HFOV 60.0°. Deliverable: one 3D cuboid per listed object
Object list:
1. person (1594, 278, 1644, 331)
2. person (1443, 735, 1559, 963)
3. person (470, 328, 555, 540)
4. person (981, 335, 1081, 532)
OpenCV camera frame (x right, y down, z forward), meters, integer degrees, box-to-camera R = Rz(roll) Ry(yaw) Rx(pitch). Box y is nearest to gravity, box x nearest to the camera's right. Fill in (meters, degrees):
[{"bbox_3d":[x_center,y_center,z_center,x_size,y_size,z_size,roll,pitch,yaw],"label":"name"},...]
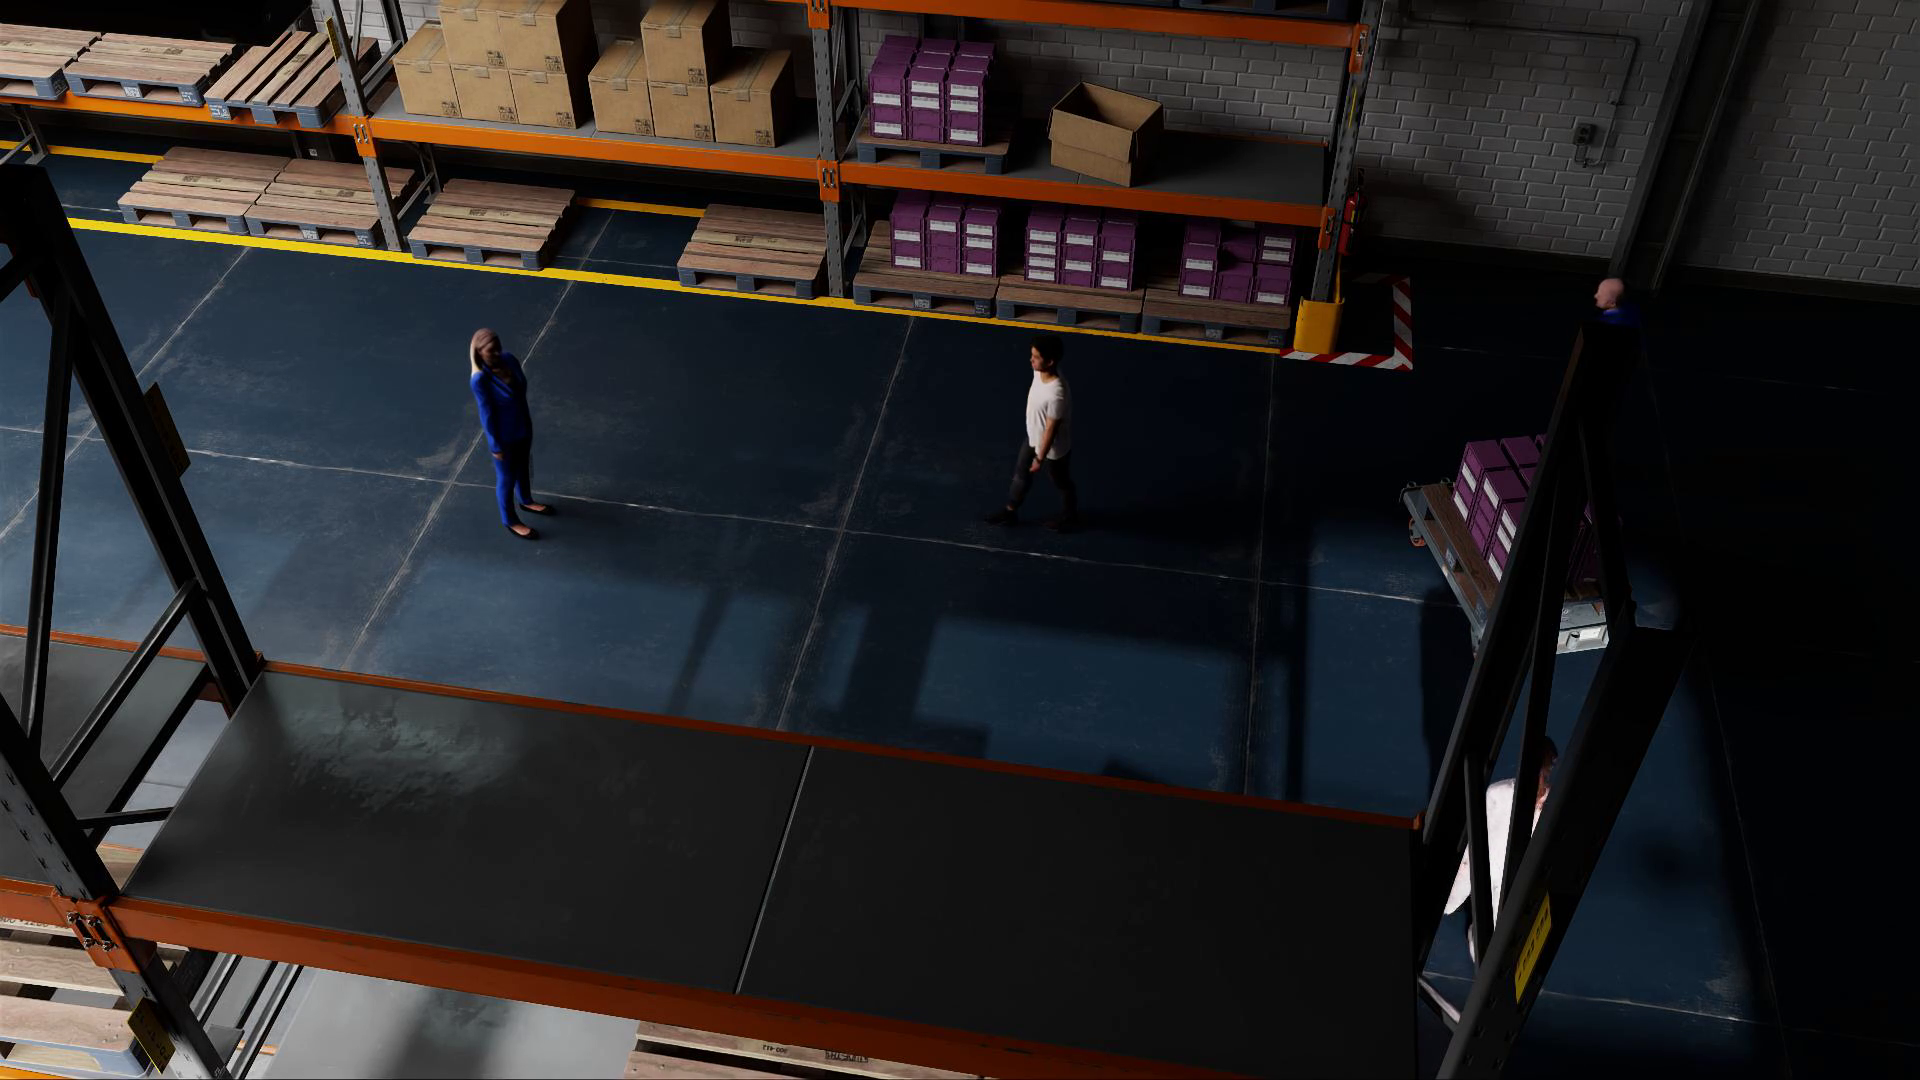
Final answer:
[{"bbox_3d":[4.597,-1.081,11.826,0.847,1.809,0.860,-33,53,-30],"label":"person"},{"bbox_3d":[2.928,1.746,8.955,0.715,1.675,0.699,6,44,6],"label":"person"},{"bbox_3d":[-3.153,-0.761,11.569,0.578,1.699,0.643,12,45,12],"label":"person"},{"bbox_3d":[0.696,-0.715,11.524,1.043,1.695,0.890,-14,45,-14],"label":"person"}]
